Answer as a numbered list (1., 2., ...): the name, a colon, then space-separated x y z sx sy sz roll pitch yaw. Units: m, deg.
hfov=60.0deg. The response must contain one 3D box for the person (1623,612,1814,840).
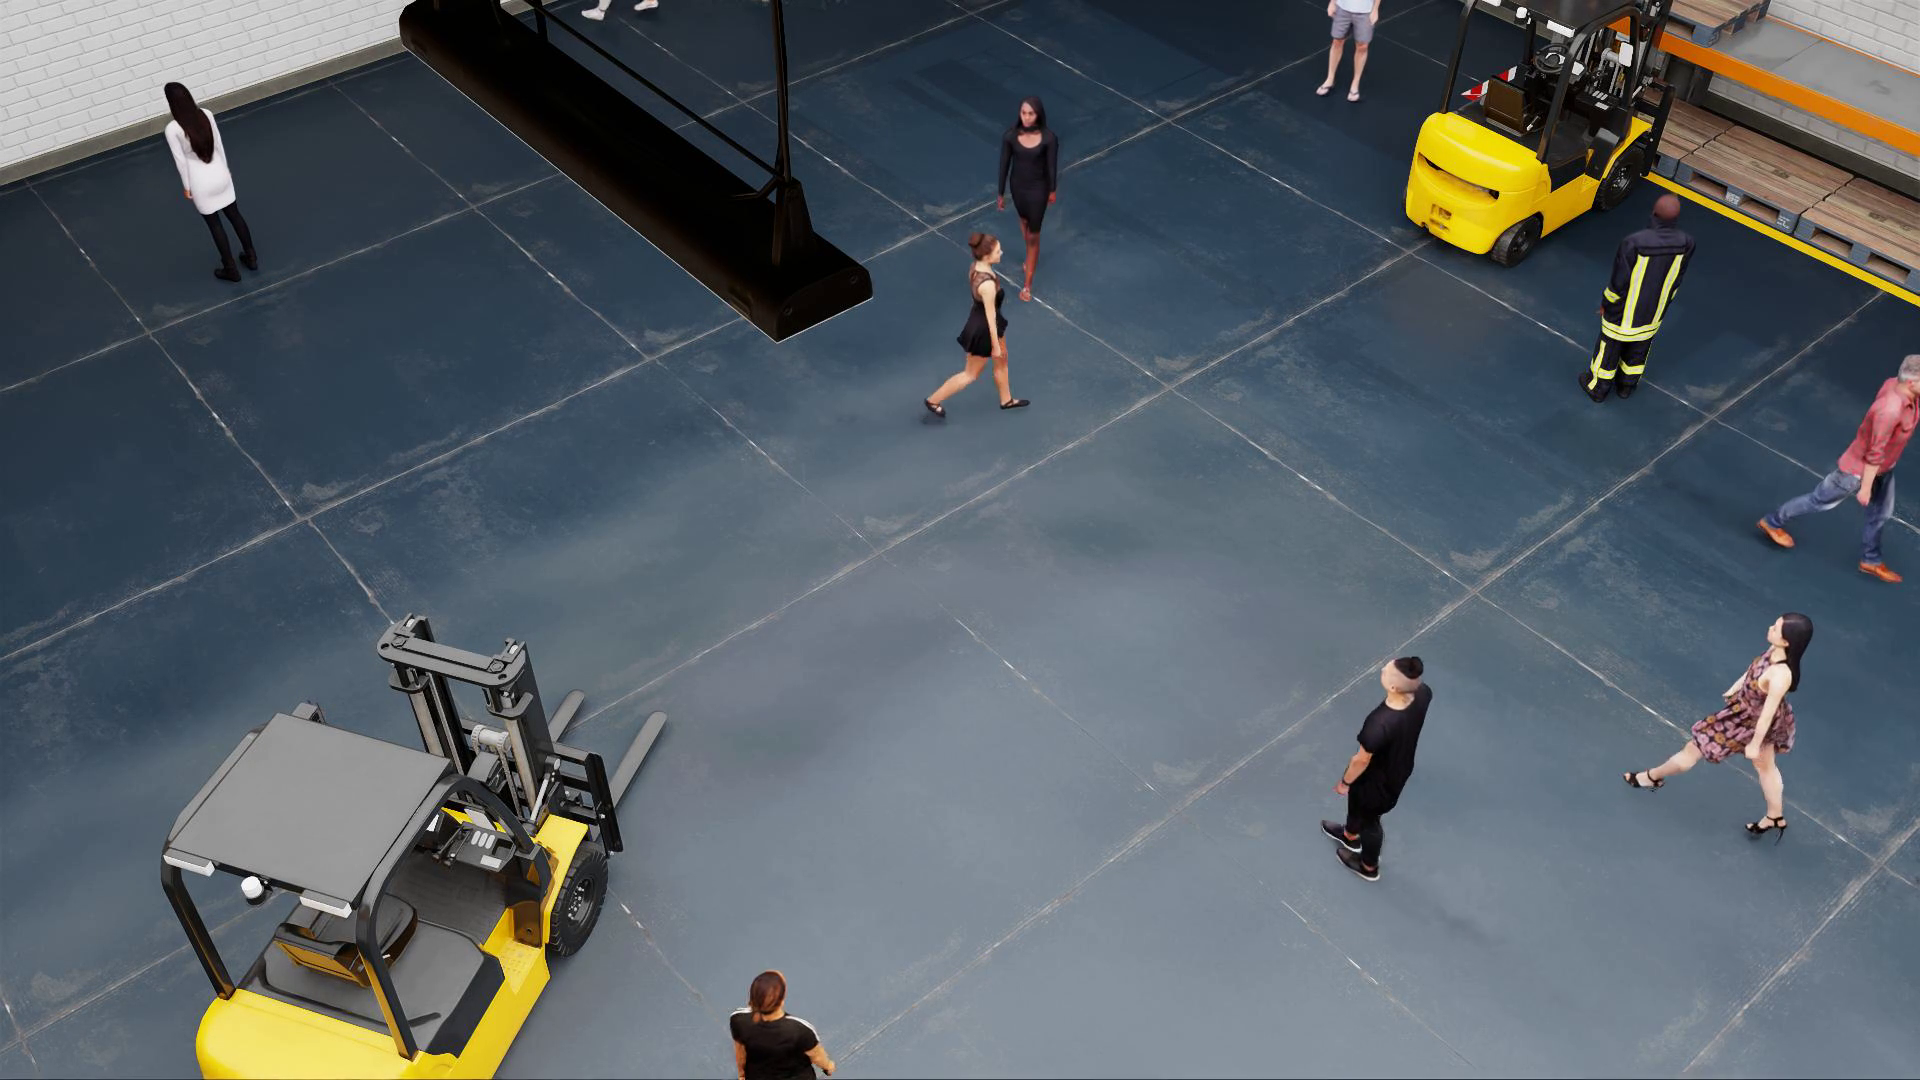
1. person: 4.663 1.106 9.646 1.248 1.720 0.926 20 47 20

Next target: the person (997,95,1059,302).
1. person: 0.596 -2.962 13.941 1.091 1.686 1.072 10 45 10

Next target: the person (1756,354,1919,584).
1. person: 6.066 -0.532 11.322 1.285 1.782 0.841 30 51 28

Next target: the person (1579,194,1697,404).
1. person: 5.177 -1.853 12.680 0.864 1.820 0.890 -3 44 -3

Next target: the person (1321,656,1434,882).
1. person: 2.430 1.315 9.330 0.742 1.855 0.745 32 52 29

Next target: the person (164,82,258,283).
1. person: -6.275 -2.991 13.884 0.631 1.808 0.670 24 49 23

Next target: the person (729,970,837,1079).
1. person: -0.899 2.692 8.032 0.794 1.650 0.818 16 46 16

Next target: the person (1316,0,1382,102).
1. person: 3.860 -5.193 16.178 0.652 1.831 0.799 17 46 17

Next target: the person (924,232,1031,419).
1. person: 0.103 -1.566 12.505 0.994 1.646 1.088 -6 44 -7

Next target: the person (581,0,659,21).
1. person: -3.505 -6.268 17.449 0.877 1.635 1.094 -17 46 -17
